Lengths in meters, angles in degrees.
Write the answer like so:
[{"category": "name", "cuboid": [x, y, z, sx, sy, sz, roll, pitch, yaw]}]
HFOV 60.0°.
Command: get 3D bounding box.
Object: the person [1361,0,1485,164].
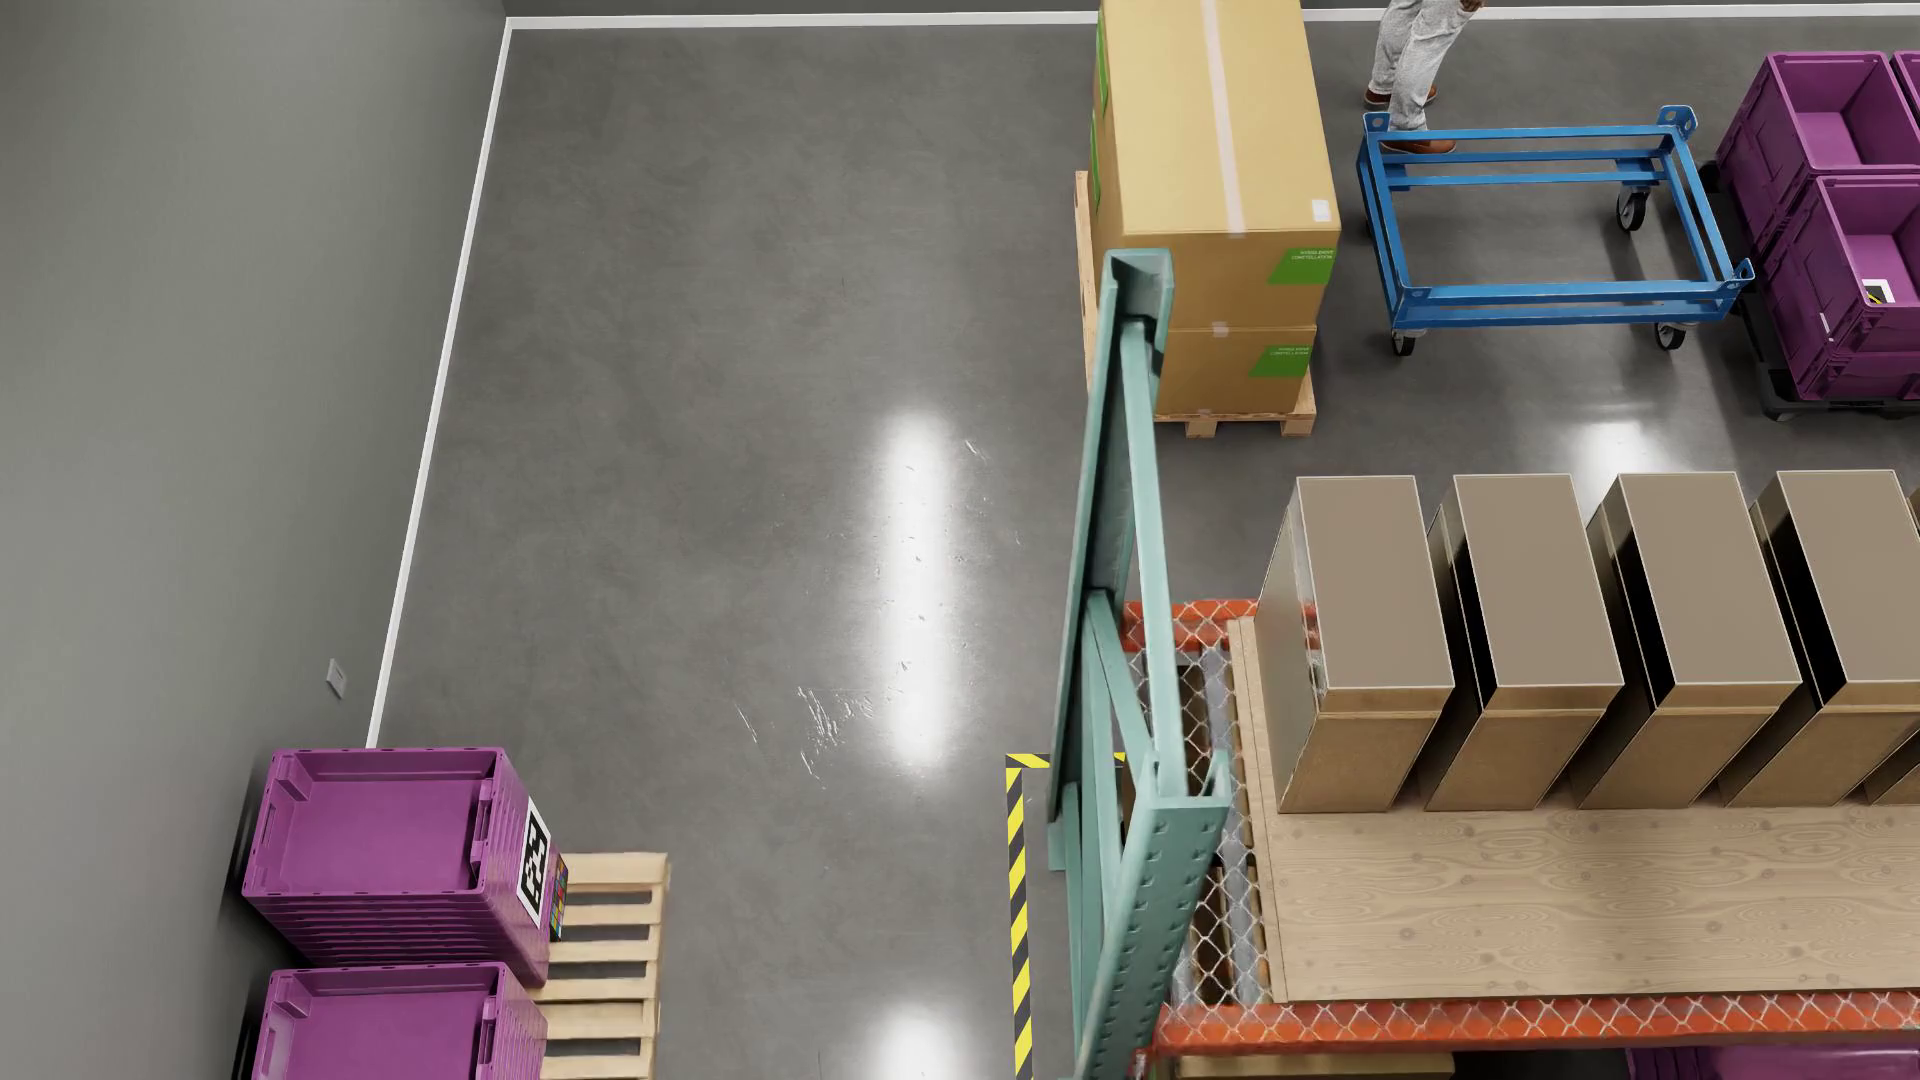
[{"category": "person", "cuboid": [1.832, -2.240, 6.076, 0.354, 1.937, 0.635, -3, 58, -2]}]
